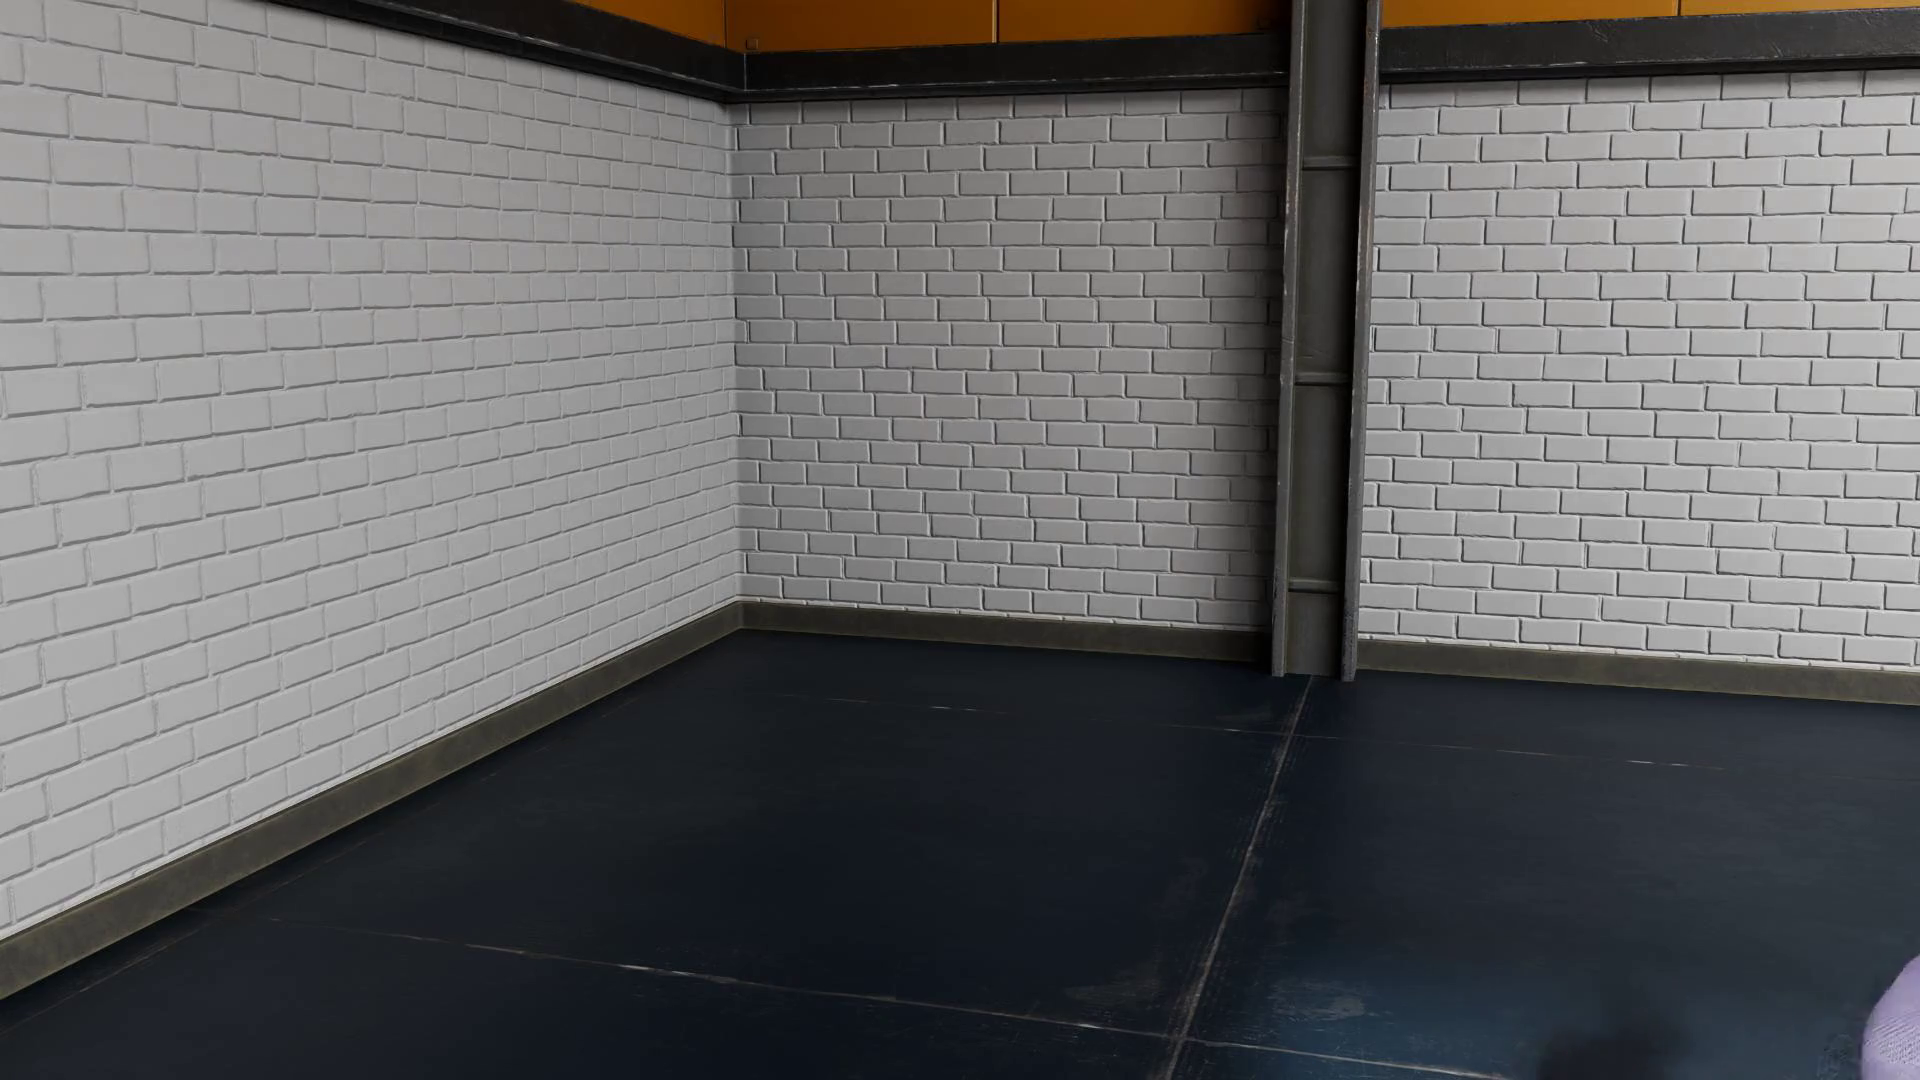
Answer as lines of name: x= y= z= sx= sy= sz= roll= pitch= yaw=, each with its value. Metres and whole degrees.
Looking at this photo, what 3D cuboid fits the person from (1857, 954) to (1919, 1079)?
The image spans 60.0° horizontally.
person: x=0.794 y=0.910 z=1.008 sx=0.465 sy=1.912 sz=0.647 roll=-5 pitch=11 yaw=-30
